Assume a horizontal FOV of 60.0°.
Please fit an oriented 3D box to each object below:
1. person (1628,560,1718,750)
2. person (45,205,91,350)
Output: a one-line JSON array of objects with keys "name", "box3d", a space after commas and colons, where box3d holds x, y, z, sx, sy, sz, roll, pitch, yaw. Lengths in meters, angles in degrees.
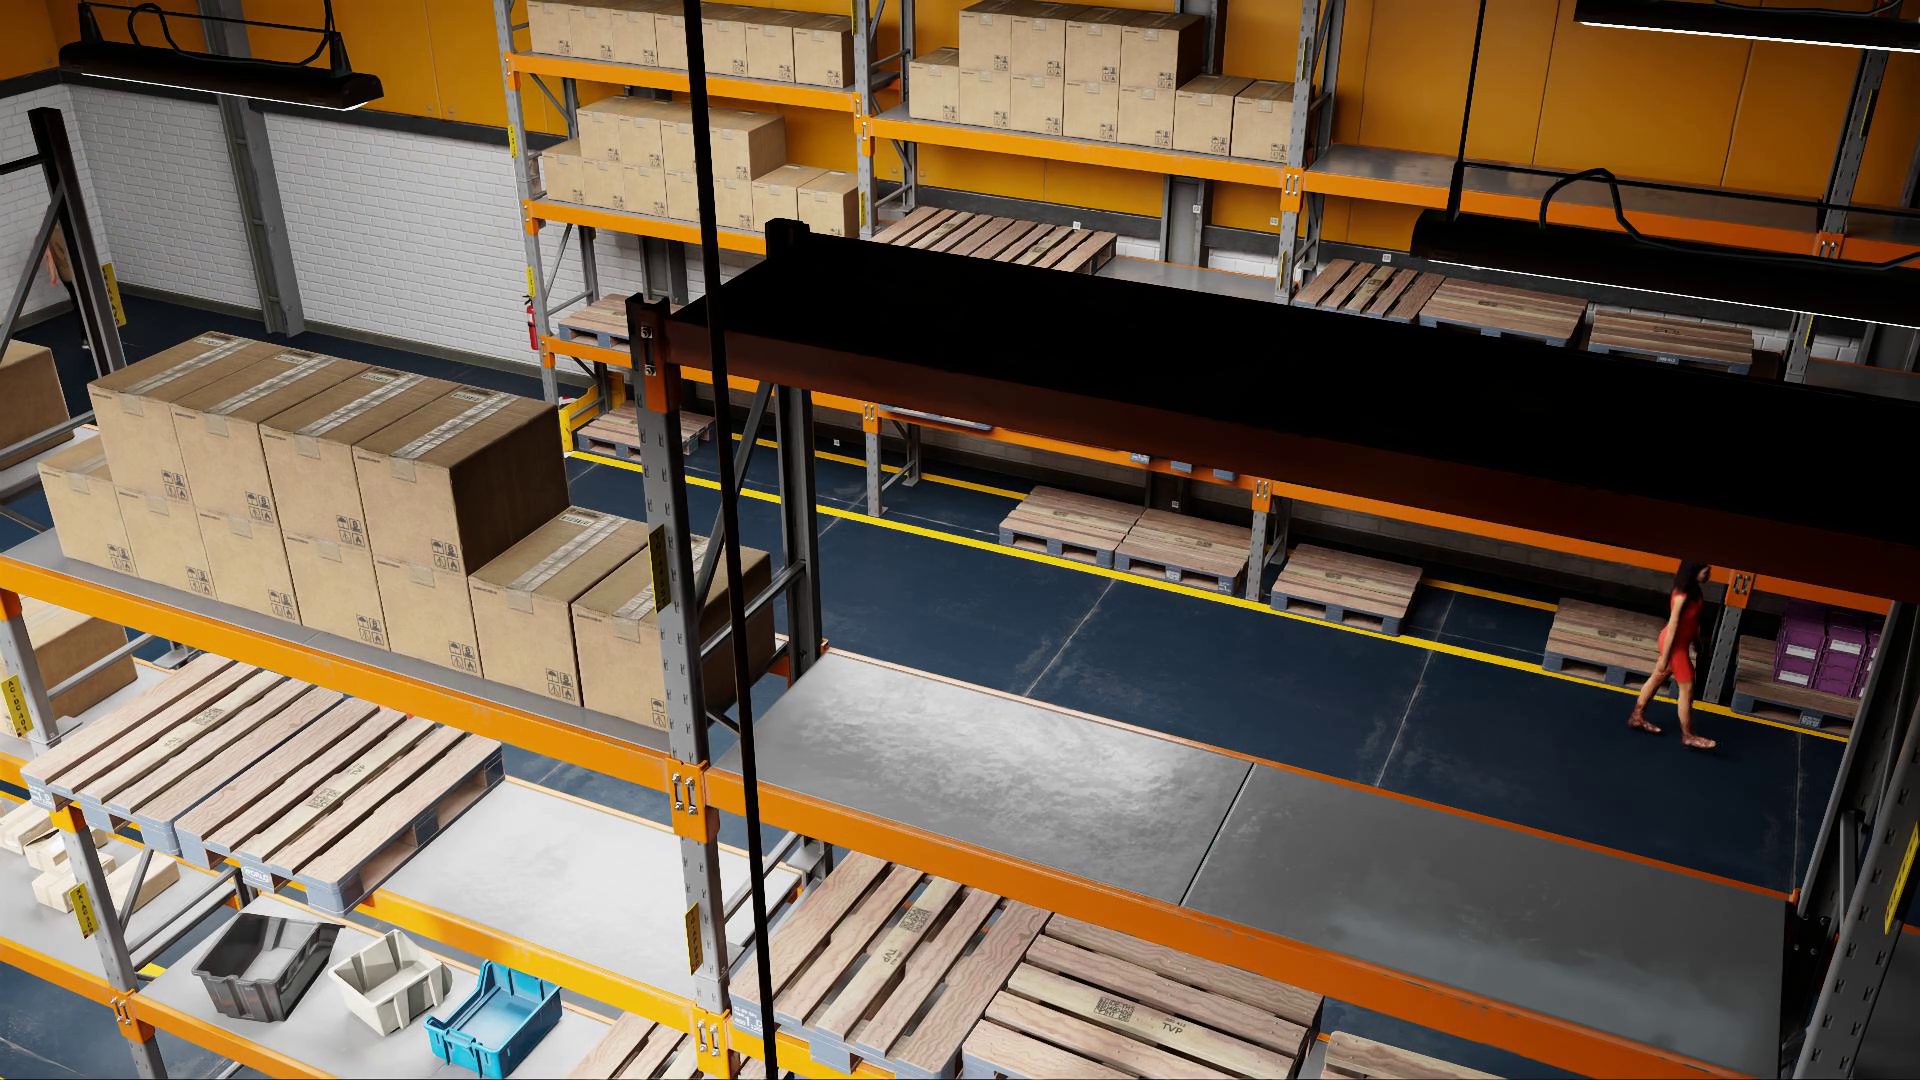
[{"name": "person", "box3d": [5.642, 0.838, 13.302, 0.880, 1.699, 0.580, 13, 31, 22]}, {"name": "person", "box3d": [-11.069, -3.276, 20.715, 1.125, 1.823, 1.101, -4, 29, -7]}]
